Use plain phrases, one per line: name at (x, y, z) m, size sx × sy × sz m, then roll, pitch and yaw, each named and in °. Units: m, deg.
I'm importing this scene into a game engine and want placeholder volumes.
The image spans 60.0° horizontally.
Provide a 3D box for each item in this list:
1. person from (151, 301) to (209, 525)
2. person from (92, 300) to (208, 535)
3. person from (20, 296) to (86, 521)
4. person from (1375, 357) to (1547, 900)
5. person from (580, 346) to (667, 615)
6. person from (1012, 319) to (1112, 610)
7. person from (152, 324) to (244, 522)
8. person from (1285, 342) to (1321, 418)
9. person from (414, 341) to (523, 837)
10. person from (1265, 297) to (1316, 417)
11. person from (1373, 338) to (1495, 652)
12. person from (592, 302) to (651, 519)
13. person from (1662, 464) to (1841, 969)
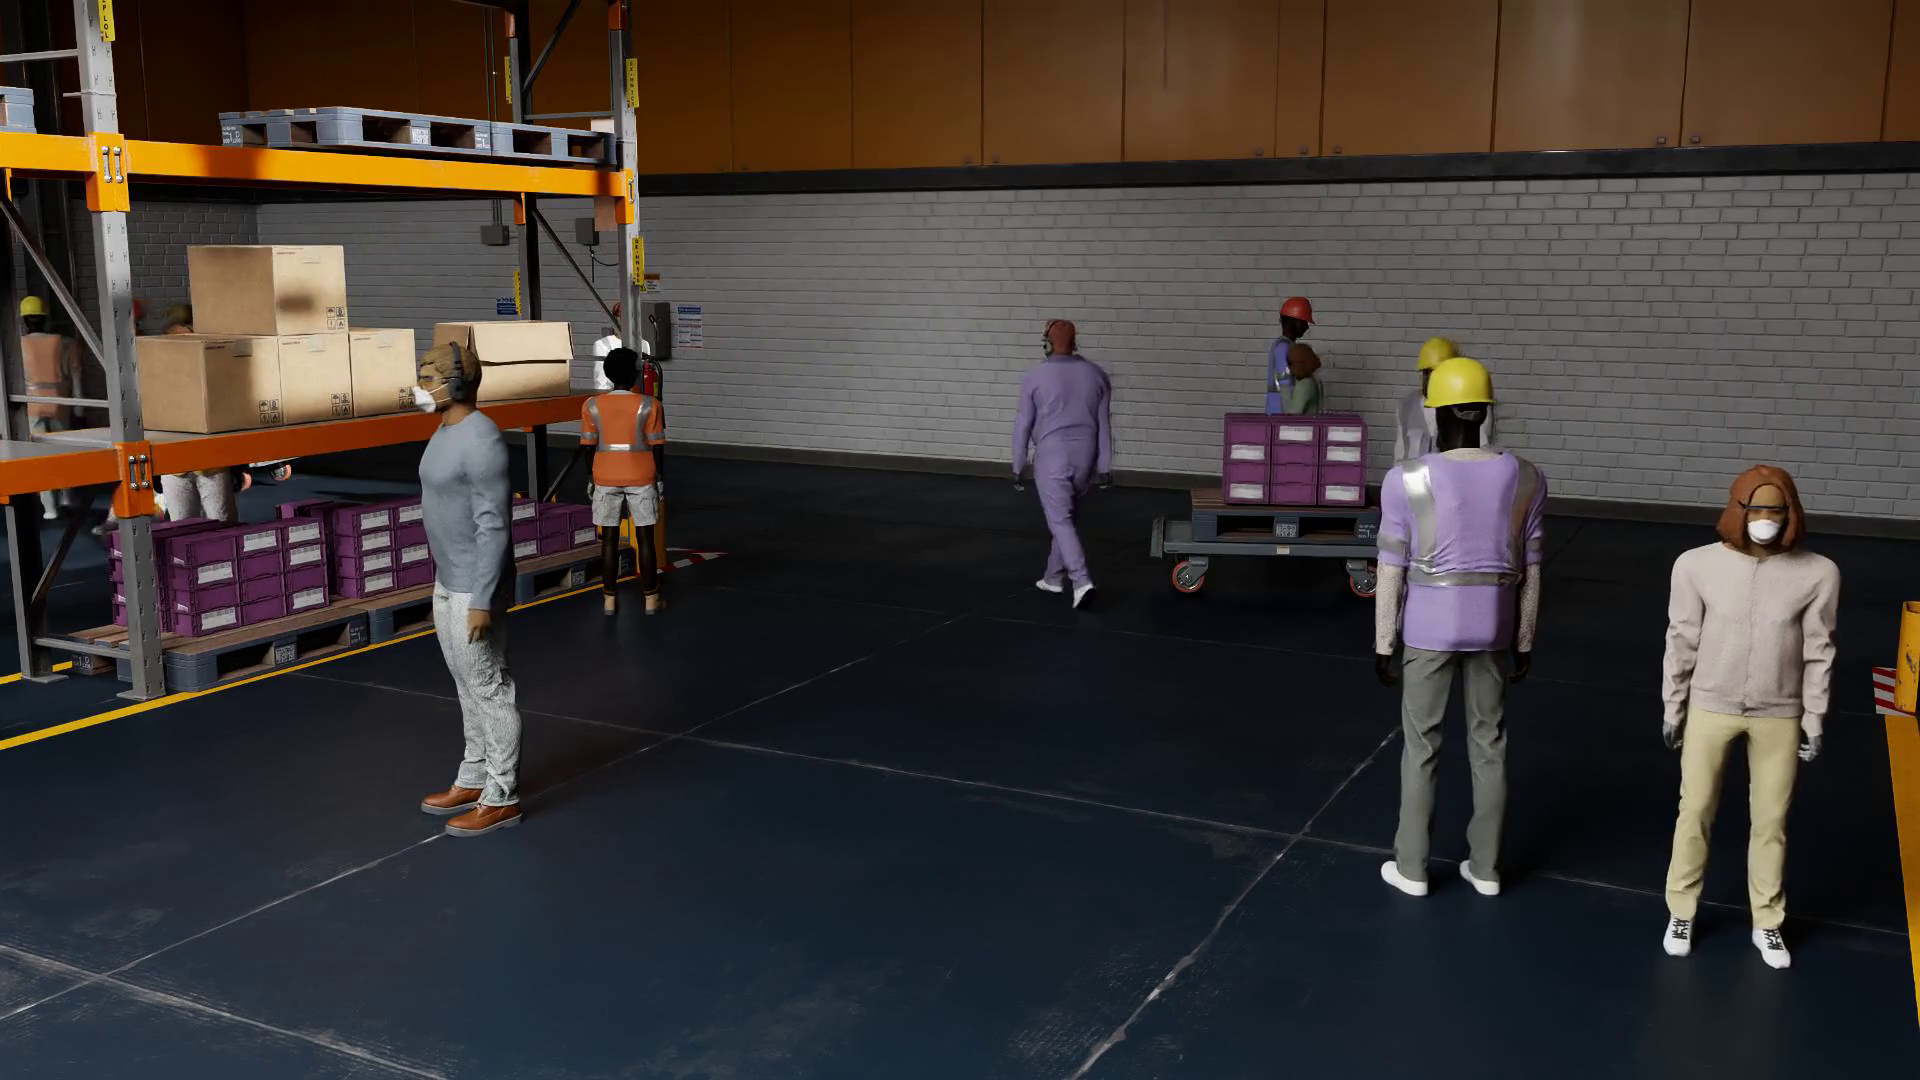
person at (-6.086, -0.917, 13.077) m, size 0.624 × 1.911 × 0.733 m, roll 3°, pitch 10°, yaw 16°
person at (-6.649, -1.043, 13.741) m, size 0.629 × 1.941 × 1.051 m, roll 6°, pitch 11°, yaw 31°
person at (-7.848, -1.123, 14.230) m, size 0.611 × 1.912 × 0.500 m, roll -7°, pitch 12°, yaw -37°
person at (1.747, 0.319, 5.893) m, size 0.591 × 1.919 × 0.398 m, roll 0°, pitch 10°, yaw -2°
person at (-2.110, -0.366, 10.480) m, size 0.536 × 1.699 × 0.322 m, roll 0°, pitch 10°, yaw 1°
person at (0.694, -0.501, 10.809) m, size 0.654 × 1.867 × 0.956 m, roll -4°, pitch 11°, yaw -24°
person at (-4.887, -0.458, 10.632) m, size 0.626 × 1.836 × 0.428 m, roll 0°, pitch 10°, yaw -3°
person at (2.539, -0.675, 12.504) m, size 0.344 × 1.616 × 0.502 m, roll 3°, pitch 10°, yaw 18°
person at (-1.943, 0.191, 6.565) m, size 0.370 × 1.940 × 0.627 m, roll -6°, pitch 11°, yaw -31°
person at (2.661, -0.993, 13.455) m, size 0.374 × 1.927 × 0.542 m, roll 1°, pitch 10°, yaw 6°
person at (2.686, -0.231, 9.423) m, size 0.615 × 1.797 × 0.832 m, roll 7°, pitch 12°, yaw 35°
person at (-2.838, -1.076, 14.085) m, size 0.348 × 1.879 × 0.580 m, roll 9°, pitch 13°, yaw 43°
person at (2.506, 0.563, 5.327) m, size 0.493 × 1.625 × 0.284 m, roll 3°, pitch 10°, yaw 19°
